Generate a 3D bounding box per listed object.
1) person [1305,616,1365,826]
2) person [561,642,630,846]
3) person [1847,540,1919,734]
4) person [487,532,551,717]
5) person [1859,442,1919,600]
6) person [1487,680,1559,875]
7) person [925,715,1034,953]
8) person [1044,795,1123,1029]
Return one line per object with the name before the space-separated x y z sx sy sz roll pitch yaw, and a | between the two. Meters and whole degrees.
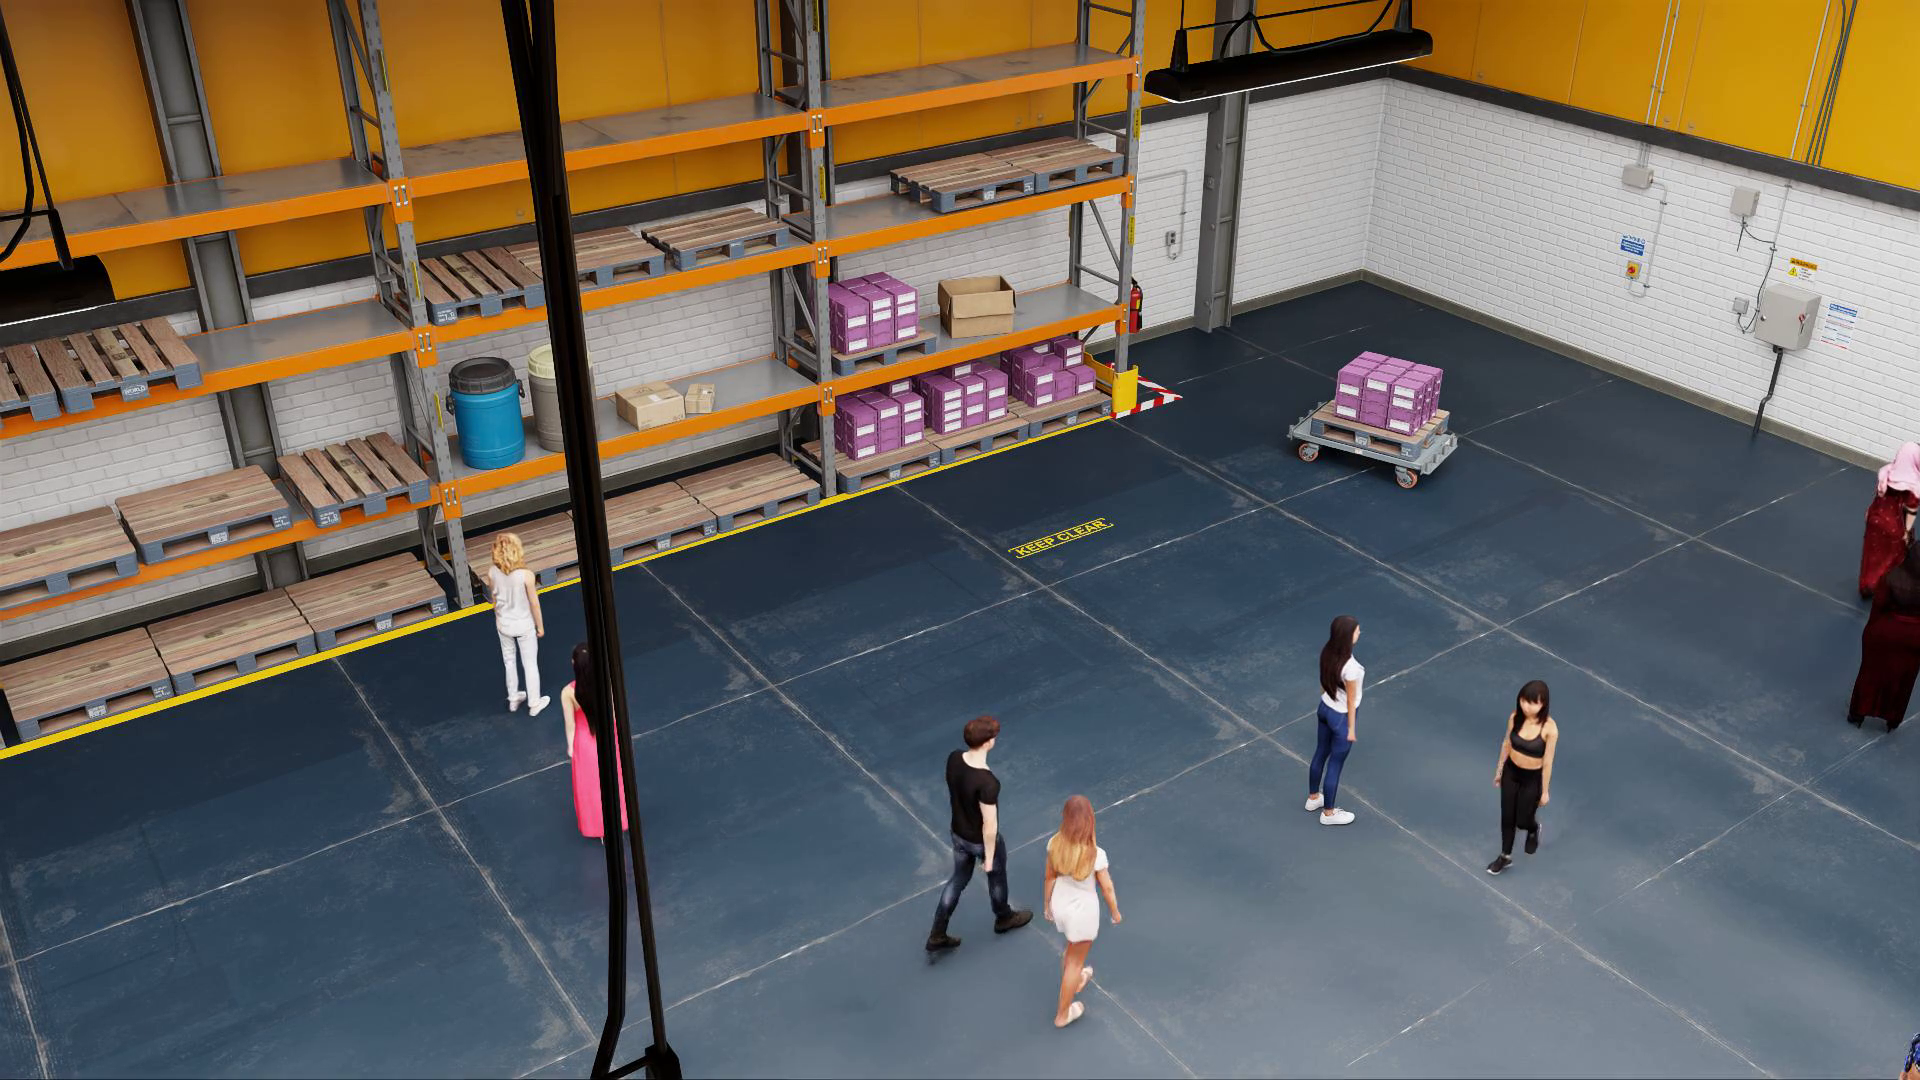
person | 2.828 1.346 12.535 0.617 1.775 0.646 -8 30 -15
person | -2.691 1.500 12.302 0.538 1.727 0.697 -14 32 -24
person | 7.658 0.791 13.571 0.767 1.756 0.794 10 30 17
person | -3.705 0.692 13.842 0.674 1.671 0.729 6 29 11
person | 8.589 -0.159 15.433 0.693 1.642 0.696 -13 31 -22
person | 4.128 1.697 12.042 0.781 1.630 0.623 -24 37 -37
person | 0.037 2.007 11.215 1.105 1.877 0.736 -23 36 -36
person | 0.684 2.432 10.658 0.724 1.666 0.856 24 36 36
